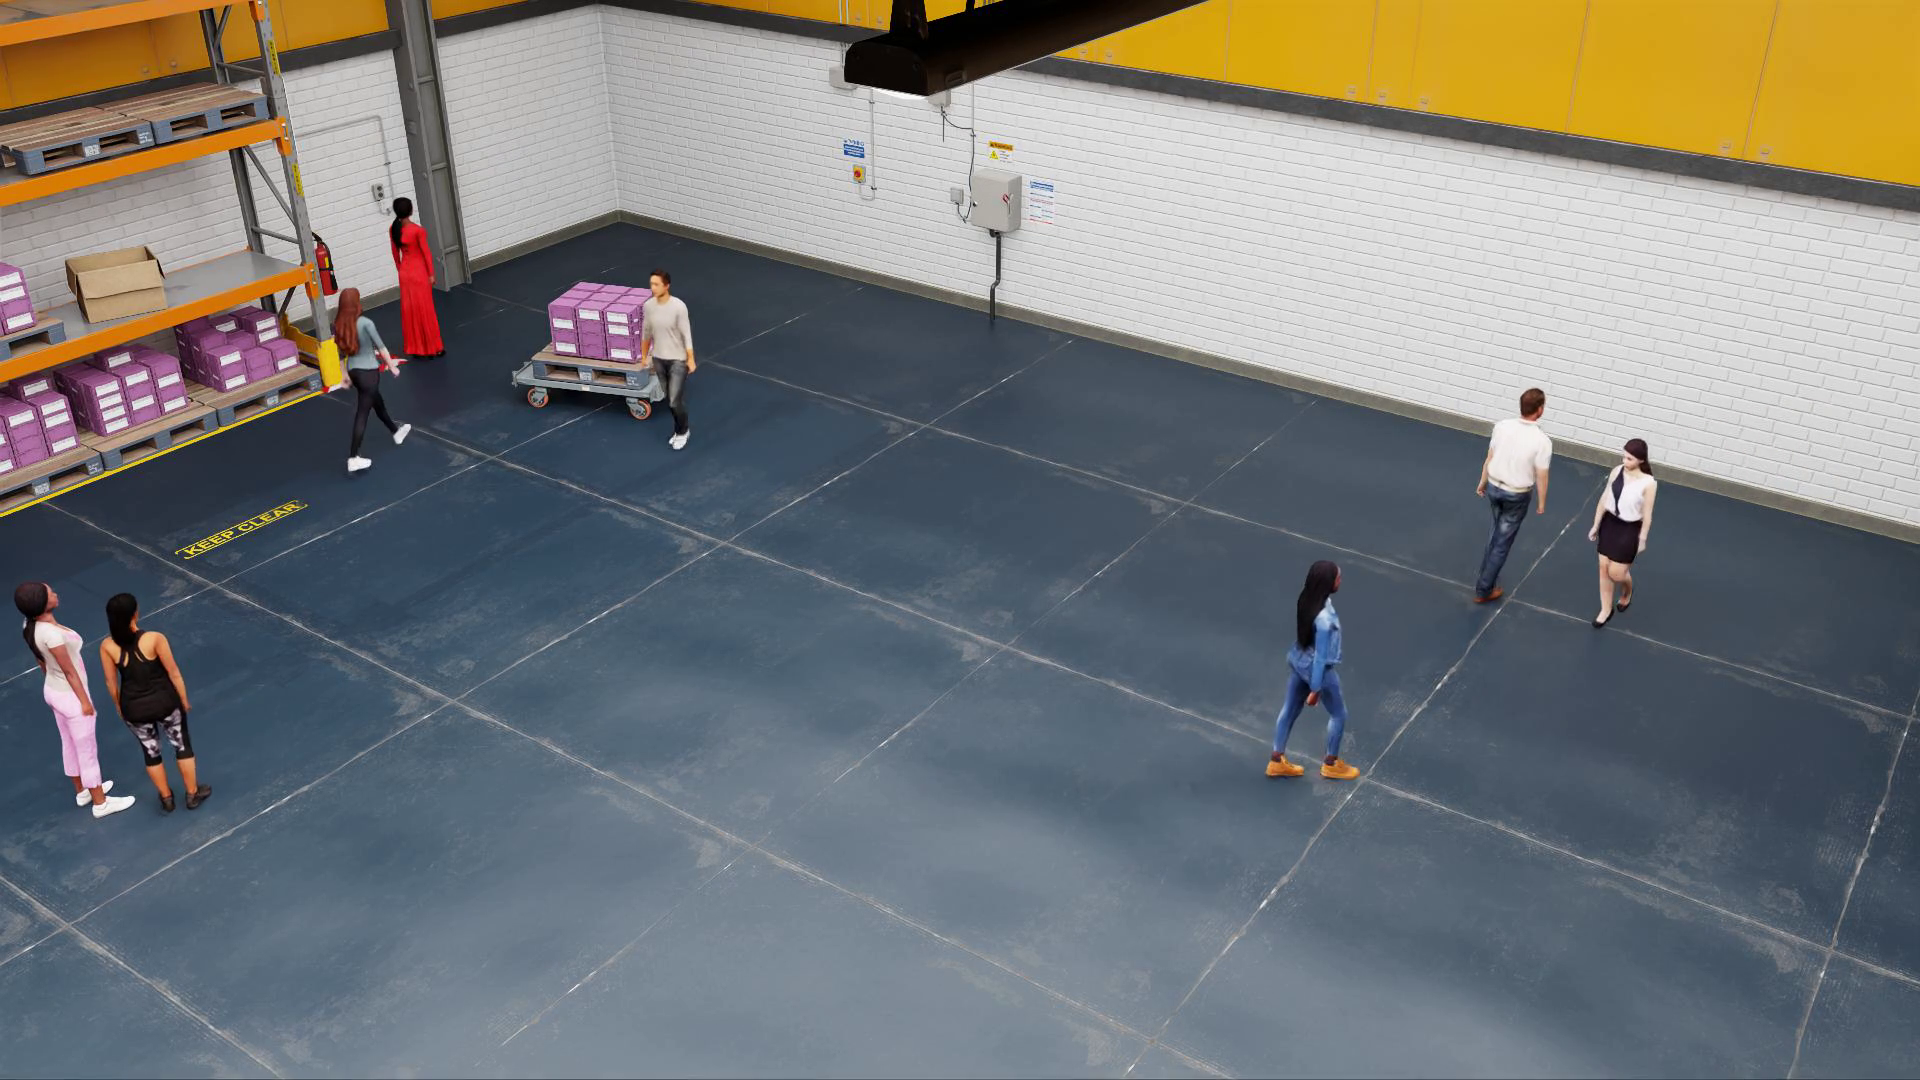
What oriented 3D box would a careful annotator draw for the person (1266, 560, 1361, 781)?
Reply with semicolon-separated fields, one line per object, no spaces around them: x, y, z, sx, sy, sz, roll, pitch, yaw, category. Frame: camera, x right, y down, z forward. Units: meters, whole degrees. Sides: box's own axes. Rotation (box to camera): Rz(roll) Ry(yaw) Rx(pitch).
2.271;0.898;11.194;0.962;1.694;0.900;-5;29;-10;person

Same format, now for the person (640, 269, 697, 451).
-2.726;-1.771;15.980;0.727;1.796;0.714;13;31;22;person

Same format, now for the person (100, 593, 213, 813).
-5.310;1.072;10.907;0.681;1.664;0.754;-8;30;-14;person

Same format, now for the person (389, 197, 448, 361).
-5.879;-2.809;17.896;0.696;1.785;0.701;9;30;16;person

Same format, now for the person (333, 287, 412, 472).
-5.606;-1.455;15.514;0.776;1.688;1.225;11;31;19;person

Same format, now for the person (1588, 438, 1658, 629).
5.219;-0.062;13.016;0.747;1.635;0.667;-21;35;-33;person

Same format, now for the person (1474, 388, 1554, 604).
4.318;-0.323;13.284;0.817;1.837;0.793;-21;35;-33;person

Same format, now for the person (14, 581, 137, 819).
-5.858;1.028;10.909;0.590;1.740;0.527;22;36;35;person
